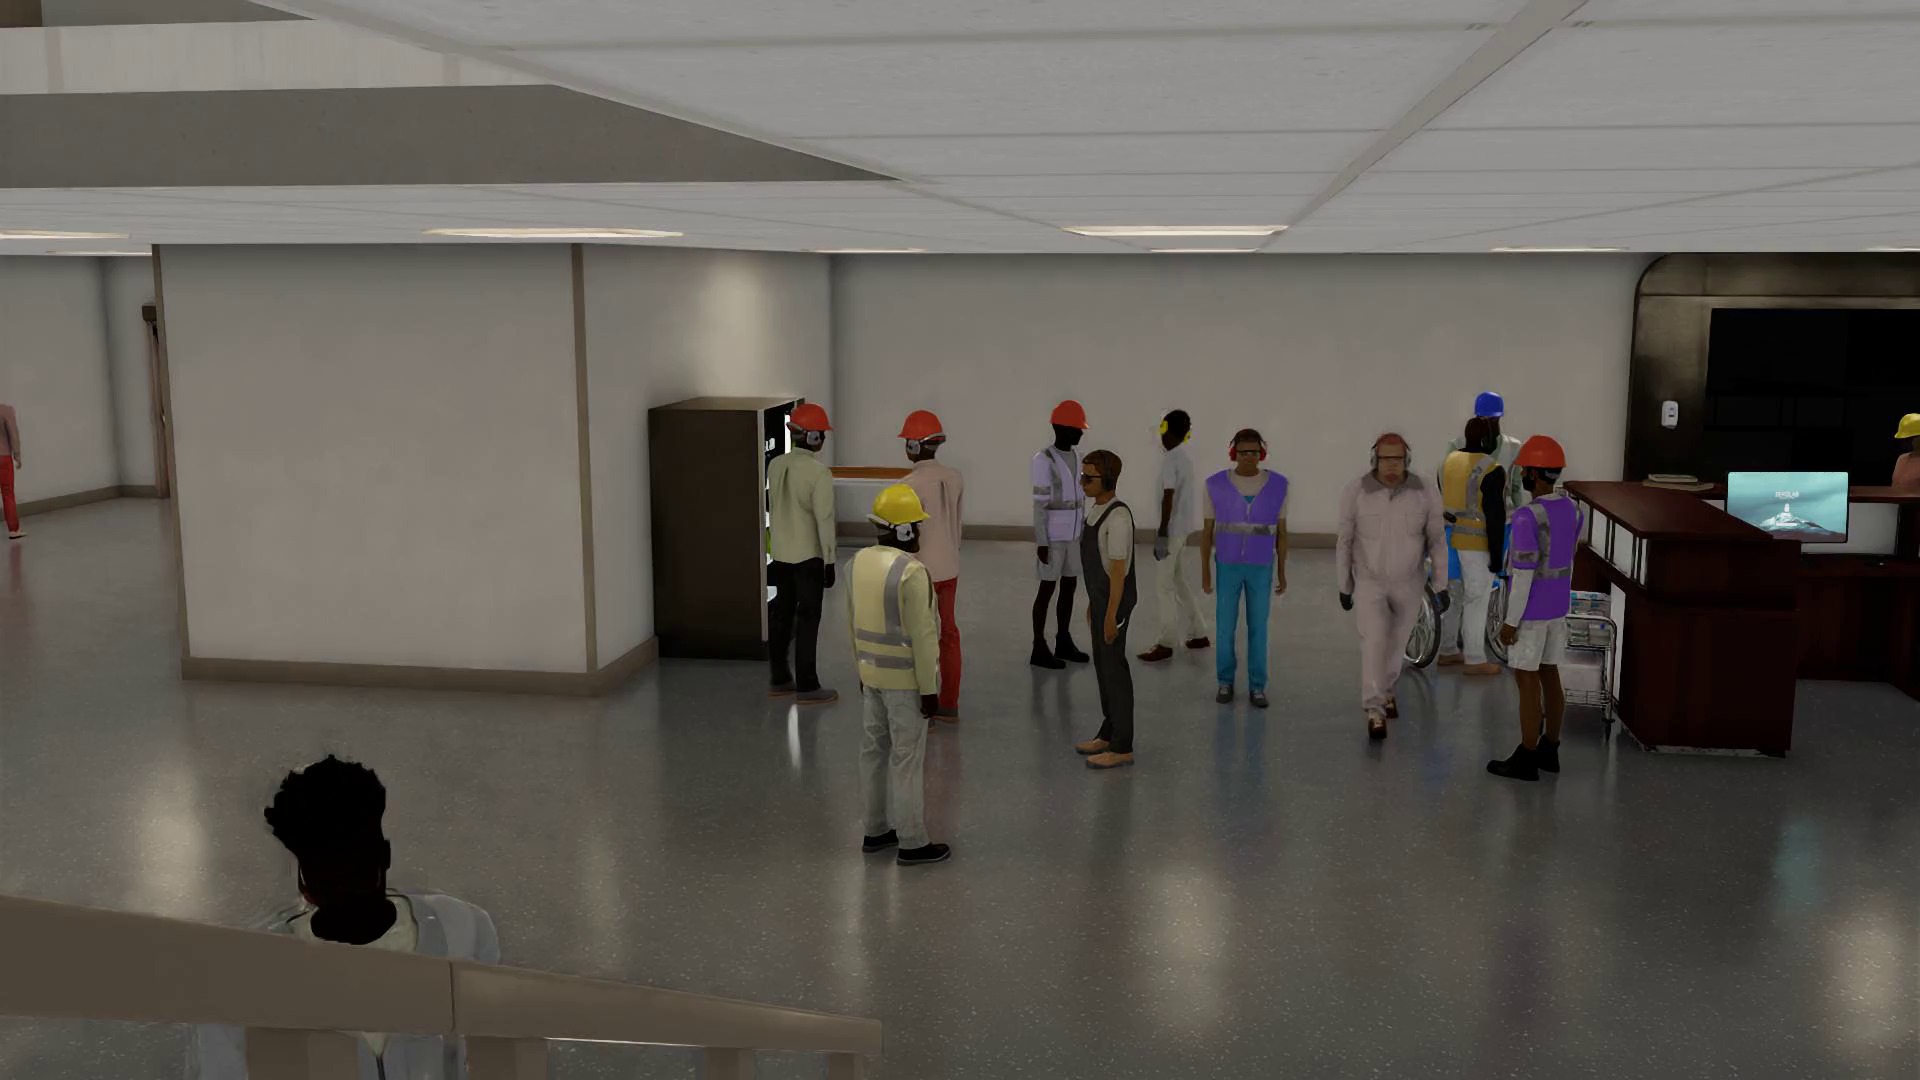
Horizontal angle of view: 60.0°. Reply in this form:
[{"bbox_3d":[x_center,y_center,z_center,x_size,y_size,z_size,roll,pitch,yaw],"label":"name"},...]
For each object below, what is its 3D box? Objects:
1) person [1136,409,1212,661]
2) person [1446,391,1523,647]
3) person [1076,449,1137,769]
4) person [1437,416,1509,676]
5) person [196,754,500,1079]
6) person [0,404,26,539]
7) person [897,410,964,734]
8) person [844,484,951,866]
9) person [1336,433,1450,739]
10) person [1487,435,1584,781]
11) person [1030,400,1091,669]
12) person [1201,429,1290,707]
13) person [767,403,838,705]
[{"bbox_3d":[1.601,-0.029,12.176,0.513,1.837,0.638,3,10,19],"label":"person"},{"bbox_3d":[3.947,-0.151,12.558,0.618,1.945,0.395,-1,9,-3],"label":"person"},{"bbox_3d":[0.839,0.389,9.575,0.343,1.838,0.509,-1,9,-8],"label":"person"},{"bbox_3d":[3.633,0.037,11.766,0.429,1.835,0.631,-4,10,-21],"label":"person"},{"bbox_3d":[-1.239,1.347,3.444,0.612,1.919,0.966,-6,11,-34],"label":"person"},{"bbox_3d":[-10.239,-0.881,17.622,0.534,1.767,0.319,-3,10,-15],"label":"person"},{"bbox_3d":[-0.212,0.195,10.279,0.383,1.996,0.609,7,11,35],"label":"person"},{"bbox_3d":[-0.296,0.643,8.014,0.403,1.834,0.589,-8,12,-40],"label":"person"},{"bbox_3d":[2.667,0.263,10.288,0.653,1.855,0.989,1,9,5],"label":"person"},{"bbox_3d":[3.216,0.380,9.318,0.543,1.938,0.356,-8,12,-39],"label":"person"},{"bbox_3d":[0.746,-0.043,11.963,0.390,1.928,0.550,8,12,41],"label":"person"},{"bbox_3d":[1.857,0.181,10.899,0.562,1.836,0.404,0,9,2],"label":"person"},{"bbox_3d":[-1.023,0.090,10.985,0.418,1.983,0.622,-9,13,-43],"label":"person"}]
